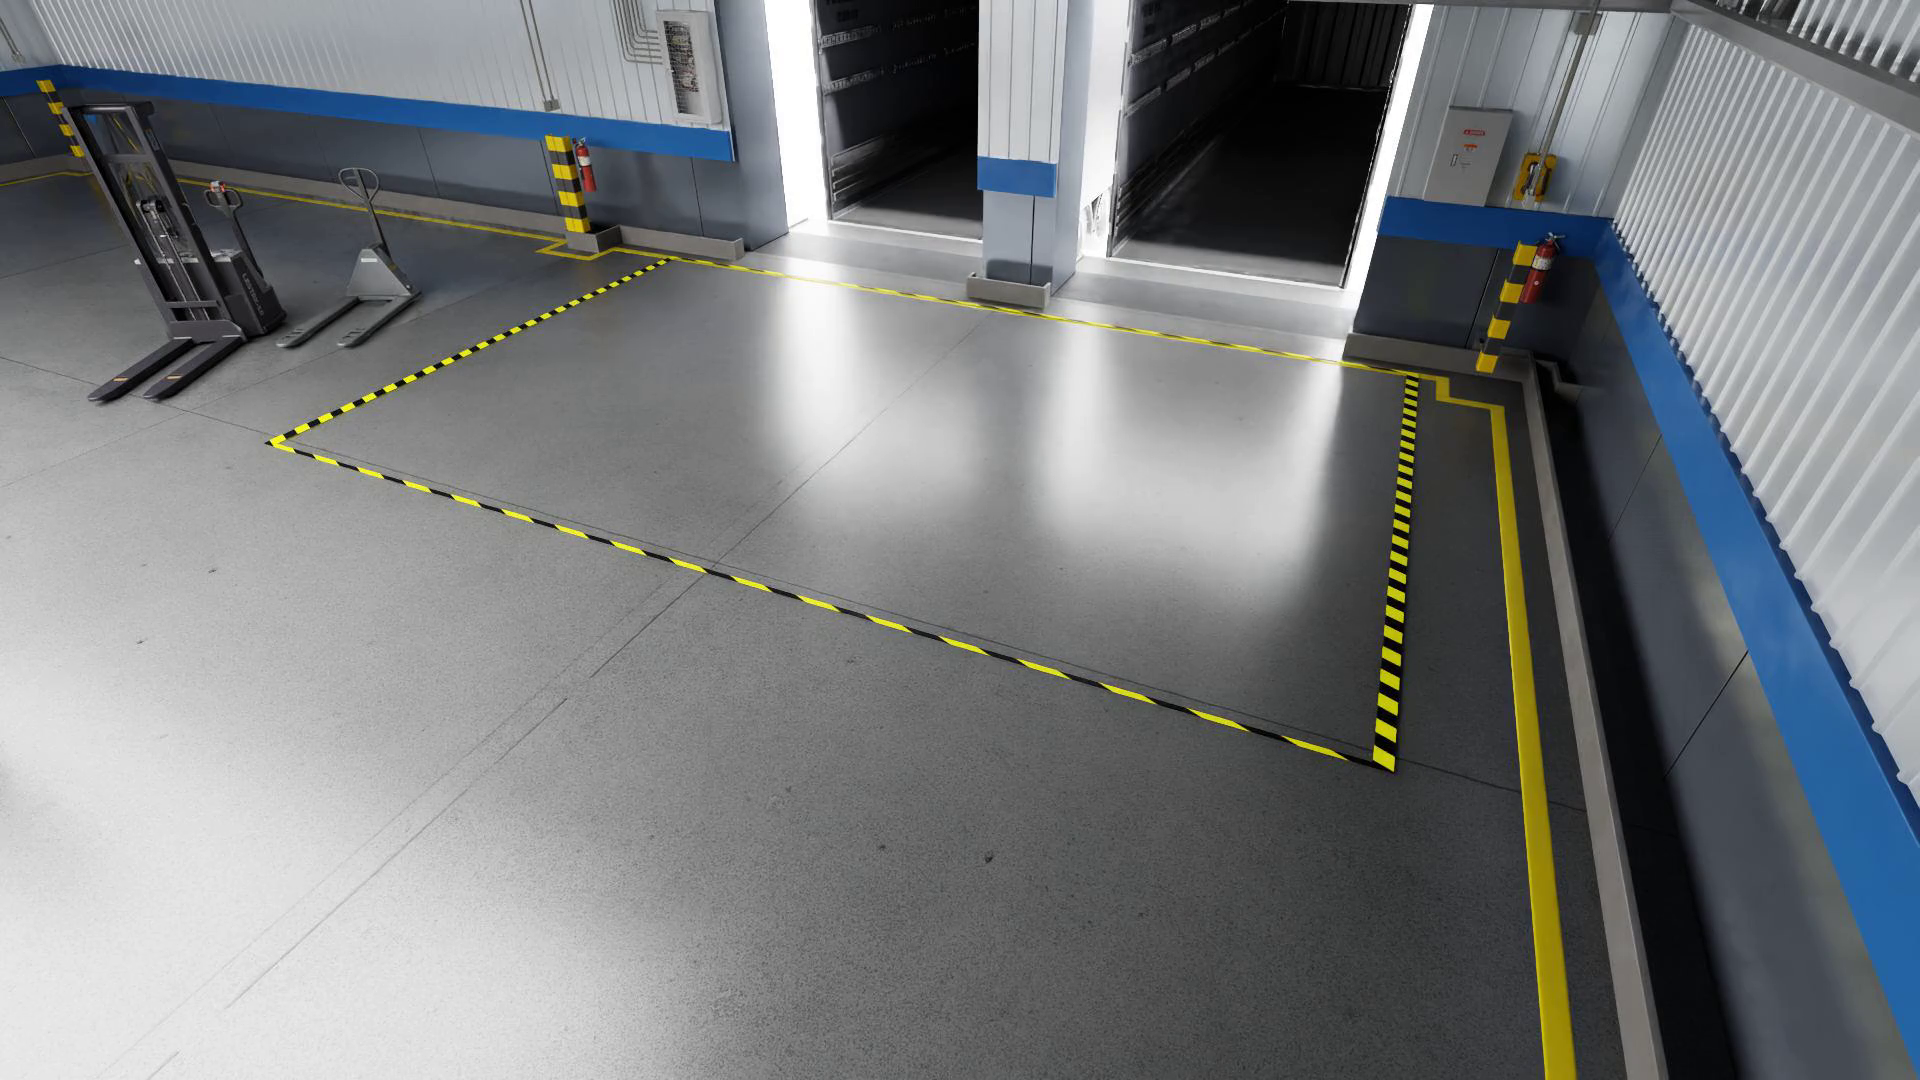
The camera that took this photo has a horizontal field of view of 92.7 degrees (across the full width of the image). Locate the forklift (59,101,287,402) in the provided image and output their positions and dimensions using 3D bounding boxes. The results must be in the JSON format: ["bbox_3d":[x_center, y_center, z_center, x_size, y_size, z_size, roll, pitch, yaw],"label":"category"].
[{"bbox_3d":[-6.686,-2.387,7.434,0.823,1.965,1.885,-3,35,-5],"label":"forklift"}]

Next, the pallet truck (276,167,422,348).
[{"bbox_3d":[-5.732,-2.611,8.414,0.680,1.201,1.601,-1,35,-1],"label":"pallet truck"}]
